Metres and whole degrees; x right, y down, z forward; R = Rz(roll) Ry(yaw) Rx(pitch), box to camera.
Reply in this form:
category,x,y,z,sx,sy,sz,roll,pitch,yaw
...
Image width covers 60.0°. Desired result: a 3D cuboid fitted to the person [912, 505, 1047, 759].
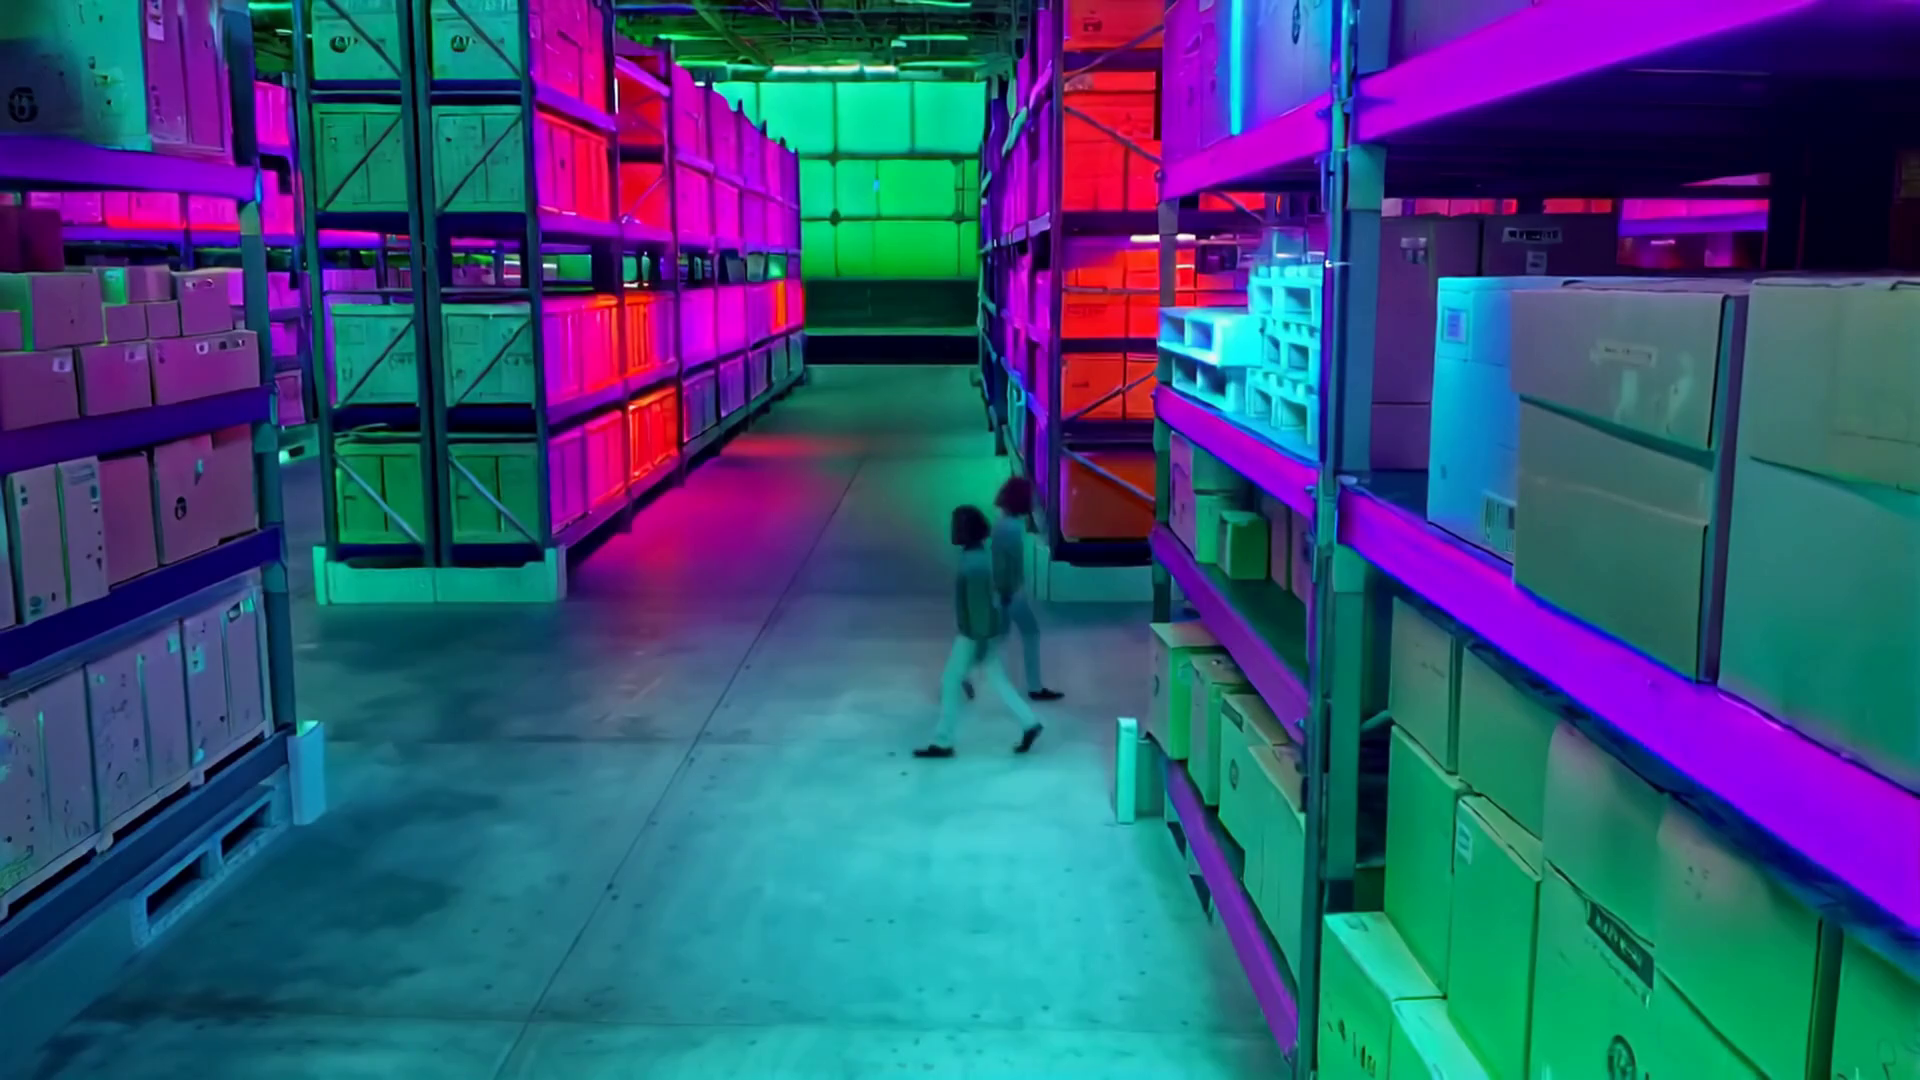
category,x,y,z,sx,sy,sz,roll,pitch,yaw
person,0.143,0.570,10.285,0.806,1.599,0.510,0,9,0

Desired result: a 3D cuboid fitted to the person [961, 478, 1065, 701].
category,x,y,z,sx,sy,sz,roll,pitch,yaw
person,0.314,0.354,11.601,0.783,1.603,0.509,-3,10,-15
